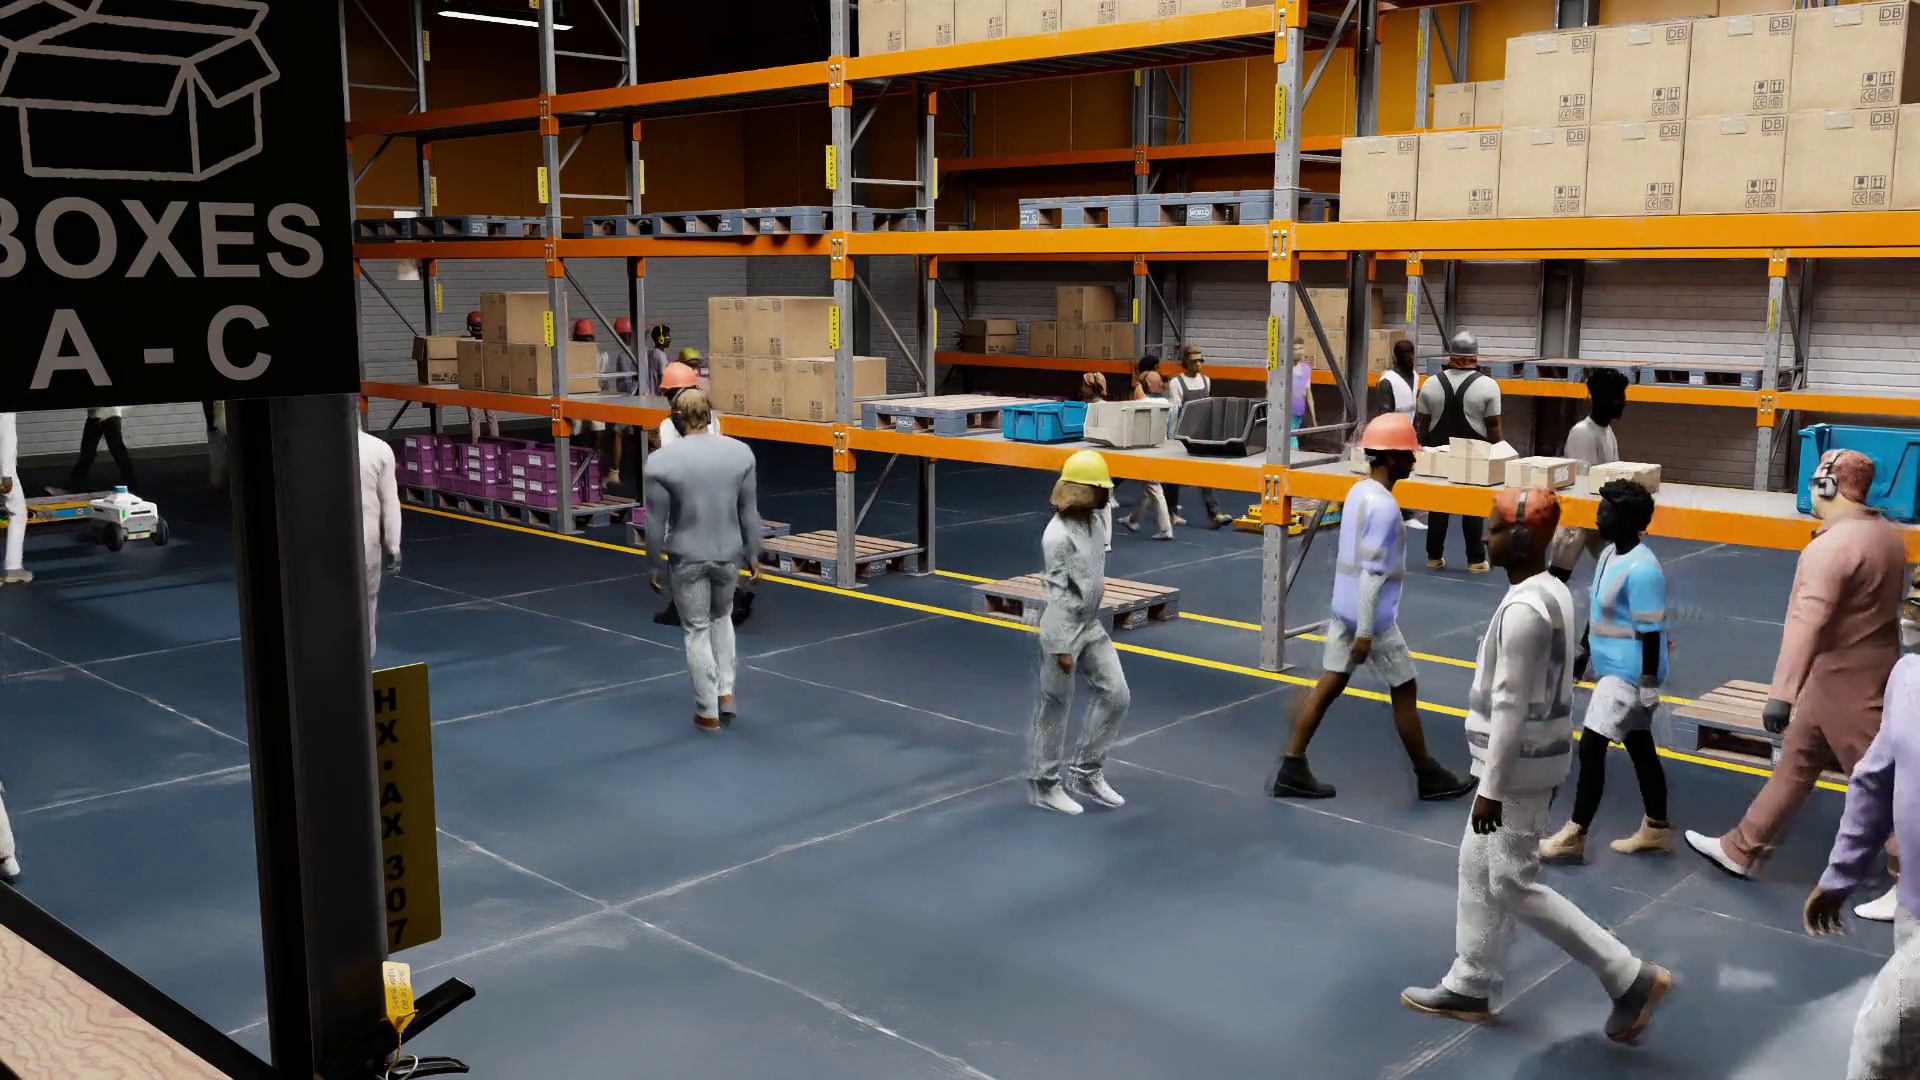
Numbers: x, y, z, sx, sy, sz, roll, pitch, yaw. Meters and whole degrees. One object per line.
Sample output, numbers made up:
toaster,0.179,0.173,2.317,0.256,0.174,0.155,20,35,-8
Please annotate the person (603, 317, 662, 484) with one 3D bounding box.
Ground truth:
person,-3.827,-1.637,19.700,1.011,2.013,0.601,2,10,13

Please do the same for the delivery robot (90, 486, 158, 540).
delivery robot,-7.714,-0.255,15.332,0.707,0.478,0.477,7,12,39

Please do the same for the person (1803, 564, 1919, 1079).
person,2.333,0.952,4.101,0.865,1.907,0.637,2,9,10

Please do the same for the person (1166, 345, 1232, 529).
person,2.311,-0.998,16.347,0.518,1.802,0.901,-5,10,-26

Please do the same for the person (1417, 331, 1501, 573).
person,4.248,-0.745,14.081,0.688,2.000,0.539,6,11,33

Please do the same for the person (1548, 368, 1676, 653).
person,4.133,-0.144,10.754,0.975,1.917,0.621,8,12,41

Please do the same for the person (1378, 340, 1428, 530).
person,4.267,-1.053,16.492,0.803,1.879,0.620,7,12,37

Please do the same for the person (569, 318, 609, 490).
person,-4.426,-1.609,19.525,0.625,2.003,1.034,-5,10,-28

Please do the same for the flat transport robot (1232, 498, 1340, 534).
flat transport robot,3.385,-0.262,16.528,0.652,0.197,1.431,9,13,43

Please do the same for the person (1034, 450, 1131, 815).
person,0.577,0.442,7.743,0.539,1.721,0.520,6,11,33

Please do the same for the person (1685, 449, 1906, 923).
person,3.479,0.566,6.670,1.028,1.838,0.764,9,13,43

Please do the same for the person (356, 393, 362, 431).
person,-5.941,-0.938,15.667,0.745,1.912,0.550,7,11,36

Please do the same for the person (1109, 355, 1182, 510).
person,1.902,-1.137,17.648,0.854,1.659,0.541,4,10,21

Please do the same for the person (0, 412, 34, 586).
person,-7.826,-0.539,13.416,0.602,1.839,0.580,2,10,15

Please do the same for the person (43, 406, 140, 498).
person,-9.427,-1.338,17.969,0.634,1.952,0.985,8,12,40

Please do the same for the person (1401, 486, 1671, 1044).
person,1.917,0.753,5.452,0.780,1.863,0.573,4,10,23

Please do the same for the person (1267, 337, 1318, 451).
person,3.763,-1.358,18.569,0.593,1.792,0.935,-7,11,-35

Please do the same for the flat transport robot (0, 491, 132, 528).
flat transport robot,-9.076,-0.321,16.894,0.652,0.197,1.431,9,13,43

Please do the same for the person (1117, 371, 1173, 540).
person,1.782,-0.813,15.864,0.514,1.592,0.864,-8,12,-40

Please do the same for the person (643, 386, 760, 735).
person,-1.443,0.109,9.219,0.641,1.916,0.557,-5,10,-26

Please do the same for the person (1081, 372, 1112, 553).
person,1.220,-0.694,14.995,0.311,1.638,0.521,-2,9,-10

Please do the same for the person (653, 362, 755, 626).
person,-1.849,-0.302,11.769,0.777,1.913,0.557,7,12,37

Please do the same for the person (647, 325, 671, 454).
person,-3.701,-1.709,20.546,0.310,1.859,0.532,-5,11,-29

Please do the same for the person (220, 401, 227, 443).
person,-7.558,-1.221,17.709,0.589,1.809,0.797,-7,11,-36

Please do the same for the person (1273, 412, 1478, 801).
person,1.984,0.336,7.948,0.992,1.893,0.550,-1,9,-4

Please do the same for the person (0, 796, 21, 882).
person,-4.277,0.650,6.869,0.665,1.616,0.519,3,10,20

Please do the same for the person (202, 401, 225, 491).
person,-8.377,-1.448,19.091,0.787,1.817,0.632,7,12,37

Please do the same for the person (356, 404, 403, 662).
person,-3.712,0.013,9.970,0.673,1.855,0.960,-4,10,-23

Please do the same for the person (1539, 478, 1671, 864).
person,2.767,0.570,7.163,0.753,1.668,0.547,2,9,11

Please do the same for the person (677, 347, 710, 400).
person,-2.857,-1.199,17.843,0.883,1.727,0.526,7,11,36

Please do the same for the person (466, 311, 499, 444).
person,-6.427,-2.051,22.230,0.612,1.995,0.377,-8,12,-41
